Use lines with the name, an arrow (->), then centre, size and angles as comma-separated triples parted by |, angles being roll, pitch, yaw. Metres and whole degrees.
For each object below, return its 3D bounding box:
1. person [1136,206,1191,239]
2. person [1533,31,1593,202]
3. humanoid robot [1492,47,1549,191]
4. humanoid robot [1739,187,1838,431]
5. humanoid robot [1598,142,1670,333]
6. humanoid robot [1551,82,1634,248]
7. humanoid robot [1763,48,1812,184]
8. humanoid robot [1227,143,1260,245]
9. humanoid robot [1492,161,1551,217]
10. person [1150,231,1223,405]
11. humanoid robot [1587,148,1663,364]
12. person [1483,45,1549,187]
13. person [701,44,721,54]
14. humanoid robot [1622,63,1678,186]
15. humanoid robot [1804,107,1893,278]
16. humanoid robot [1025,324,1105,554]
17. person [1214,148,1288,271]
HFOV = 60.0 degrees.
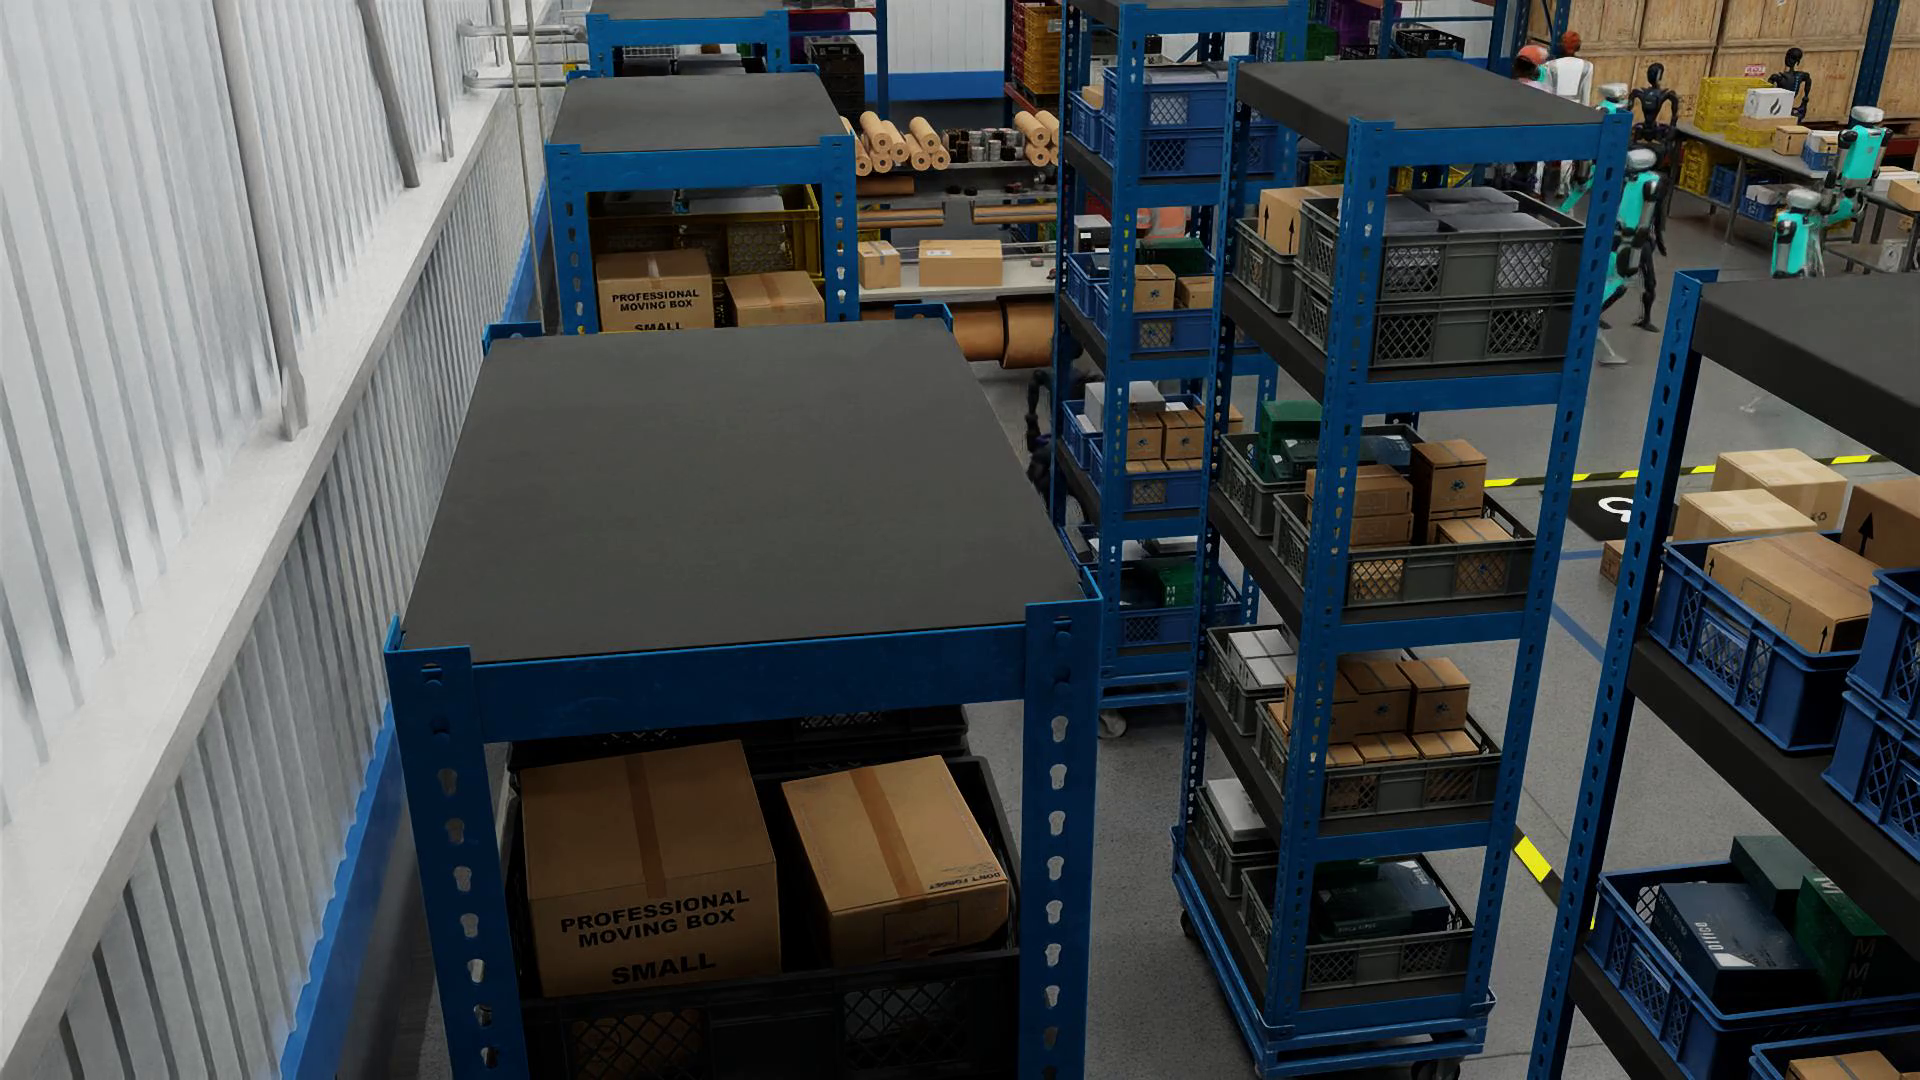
person -> 1.572, -2.260, 13.181 | 0.604, 1.966, 0.374 | -15, 29, -29
person -> 6.744, -4.748, 18.695 | 0.575, 1.878, 0.338 | 3, 25, 5
humanoid robot -> 6.053, -4.528, 18.379 | 0.676, 1.791, 0.531 | 11, 27, 22
humanoid robot -> 6.336, -1.642, 12.178 | 1.015, 1.783, 0.530 | 17, 29, 32
humanoid robot -> 5.822, -2.604, 14.299 | 0.612, 1.626, 0.479 | -12, 27, -24
humanoid robot -> 6.141, -3.620, 16.538 | 0.554, 1.892, 0.819 | -16, 29, -31
humanoid robot -> 9.326, -4.734, 18.886 | 0.599, 1.657, 0.315 | -3, 25, -6
humanoid robot -> 2.526, -2.660, 14.346 | 0.535, 1.766, 0.893 | -2, 25, -4
humanoid robot -> 5.314, -3.279, 15.787 | 0.595, 1.620, 0.777 | -3, 25, -6
person -> 1.470, -1.098, 10.790 | 0.597, 1.852, 0.373 | -4, 25, -9
humanoid robot -> 5.182, -2.297, 13.454 | 0.724, 1.724, 0.530 | 0, 25, 0
person -> 5.606, -4.041, 17.027 | 0.604, 1.986, 0.956 | 0, 25, 0
person -> -2.691, -4.556, 18.320 | 0.633, 1.841, 0.429 | -21, 32, -37
humanoid robot -> 7.466, -4.321, 18.007 | 0.607, 1.652, 0.395 | 16, 29, 31
humanoid robot -> 7.975, -3.157, 15.249 | 0.533, 1.672, 0.735 | -8, 26, -16
humanoid robot -> 0.599, -0.425, 9.558 | 0.600, 1.620, 0.649 | 14, 28, 28
person -> 2.720, -3.187, 15.459 | 0.604, 1.741, 0.987 | -8, 26, -17
